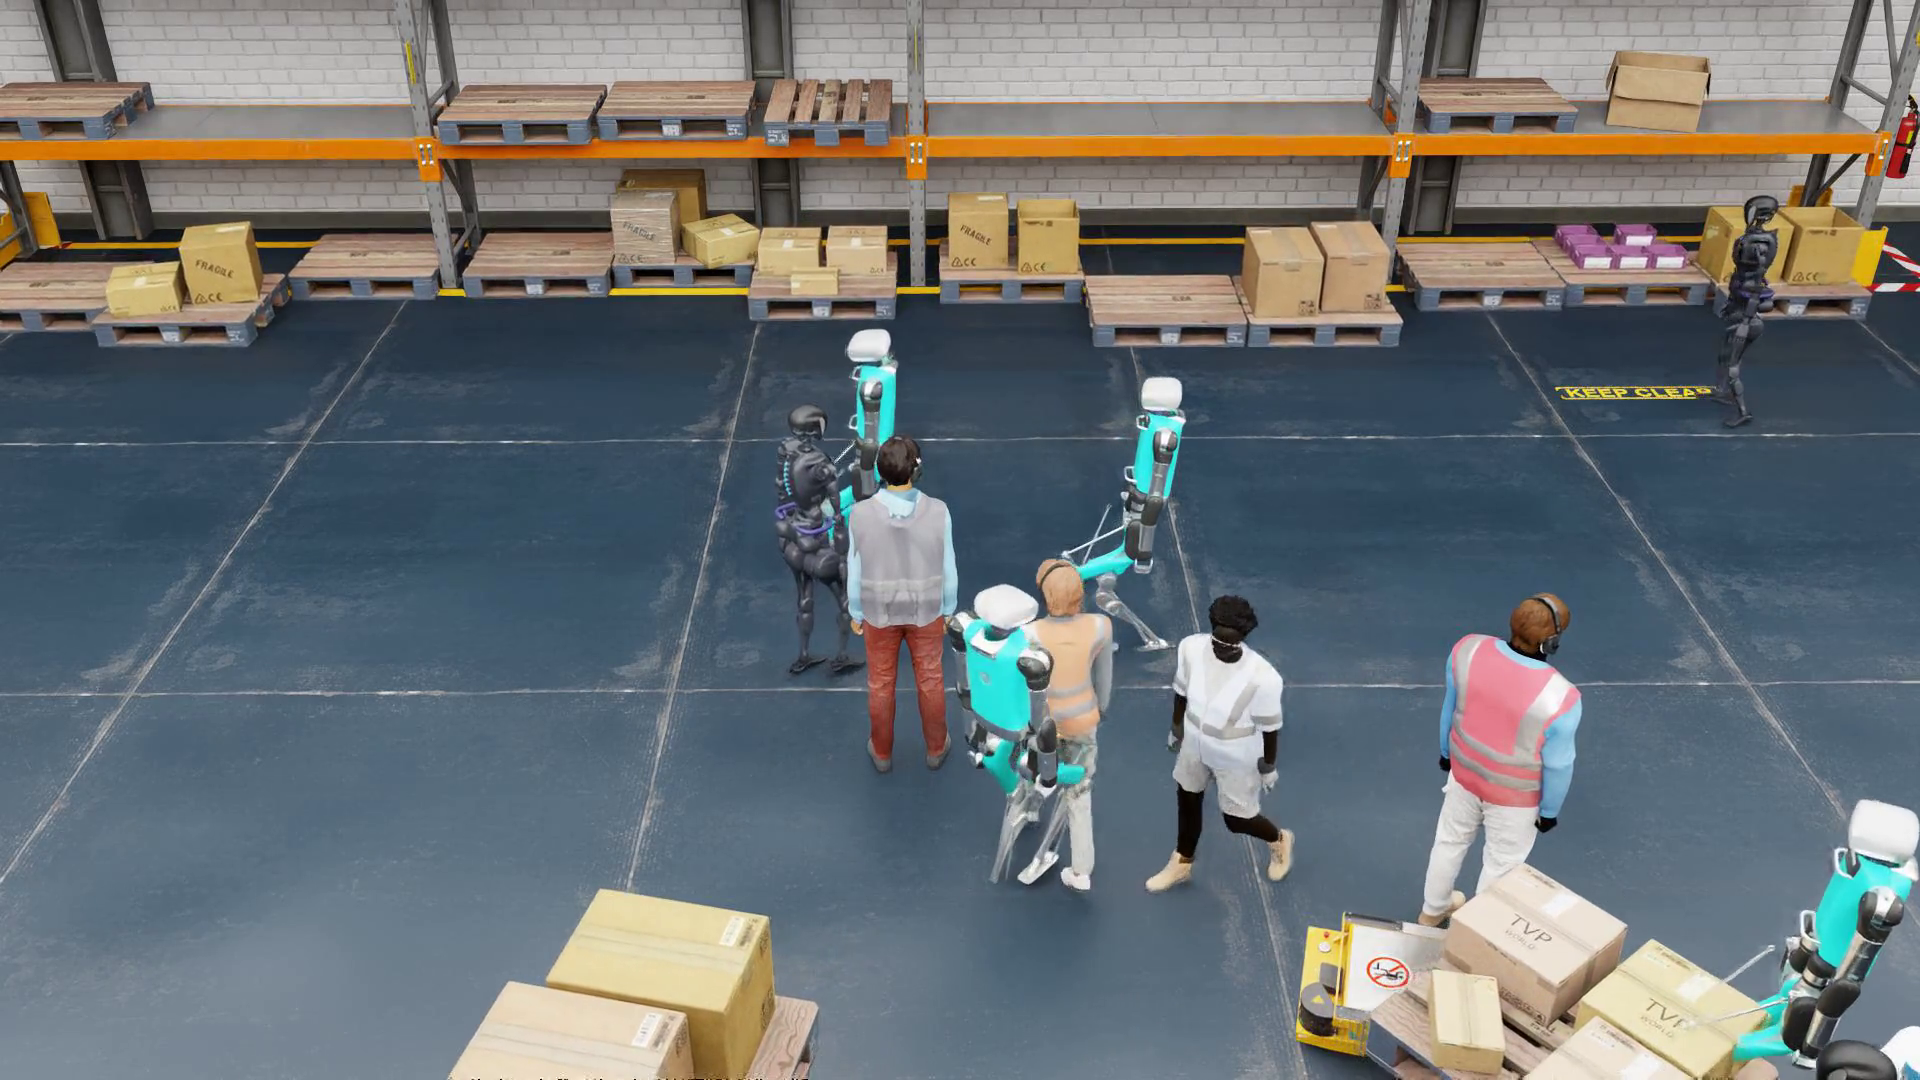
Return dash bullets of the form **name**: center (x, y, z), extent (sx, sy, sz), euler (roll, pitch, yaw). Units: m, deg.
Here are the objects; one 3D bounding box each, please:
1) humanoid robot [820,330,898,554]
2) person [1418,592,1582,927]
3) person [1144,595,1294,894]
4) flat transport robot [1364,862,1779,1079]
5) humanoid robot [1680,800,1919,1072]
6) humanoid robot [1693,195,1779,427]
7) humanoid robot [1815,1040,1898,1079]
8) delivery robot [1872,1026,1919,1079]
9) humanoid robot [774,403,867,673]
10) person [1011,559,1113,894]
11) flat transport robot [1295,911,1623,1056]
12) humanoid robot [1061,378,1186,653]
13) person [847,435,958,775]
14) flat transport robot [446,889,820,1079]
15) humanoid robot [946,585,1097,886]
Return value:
- **humanoid robot**: center (-0.681, -0.389, 9.603), extent (0.668, 1.767, 0.548), euler (3, 31, 6)
- **person**: center (2.342, 1.021, 7.200), extent (0.431, 1.836, 0.628), euler (-23, 38, -33)
- **person**: center (1.230, 0.912, 7.525), extent (0.602, 1.681, 0.532), euler (-23, 38, -33)
- **flat transport robot**: center (2.390, 2.242, 6.678), extent (1.431, 0.231, 0.659), euler (-23, 38, -33)
- **humanoid robot**: center (2.973, 1.671, 6.191), extent (0.708, 1.780, 0.536), euler (12, 33, 18)
- **humanoid robot**: center (5.580, -1.636, 11.766), extent (0.388, 1.635, 0.601), euler (5, 31, 8)
- **humanoid robot**: center (2.688, 2.255, 5.344), extent (0.796, 1.626, 0.601), euler (8, 32, 13)
- **delivery robot**: center (3.629, 2.218, 6.420), extent (0.759, 0.575, 0.499), euler (-23, 38, -33)
- **humanoid robot**: center (-0.788, -0.010, 9.058), extent (0.373, 1.656, 0.608), euler (-24, 39, -34)
- **person**: center (0.464, 0.845, 7.710), extent (0.546, 1.595, 0.841), euler (-6, 31, -9)
- **flat transport robot**: center (2.187, 1.989, 7.099), extent (1.431, 0.231, 0.659), euler (8, 32, 13)
- **humanoid robot**: center (0.848, -0.053, 9.091), extent (0.911, 1.767, 0.540), euler (1, 31, 1)
- **person**: center (-0.283, 0.355, 8.257), extent (0.545, 1.875, 0.408), euler (-2, 31, -3)
- **flat transport robot**: center (-1.176, 2.384, 6.442), extent (1.431, 0.231, 0.659), euler (7, 32, 11)
- **humanoid robot**: center (0.343, 0.919, 7.517), extent (0.530, 1.846, 0.755), euler (25, 39, 35)
